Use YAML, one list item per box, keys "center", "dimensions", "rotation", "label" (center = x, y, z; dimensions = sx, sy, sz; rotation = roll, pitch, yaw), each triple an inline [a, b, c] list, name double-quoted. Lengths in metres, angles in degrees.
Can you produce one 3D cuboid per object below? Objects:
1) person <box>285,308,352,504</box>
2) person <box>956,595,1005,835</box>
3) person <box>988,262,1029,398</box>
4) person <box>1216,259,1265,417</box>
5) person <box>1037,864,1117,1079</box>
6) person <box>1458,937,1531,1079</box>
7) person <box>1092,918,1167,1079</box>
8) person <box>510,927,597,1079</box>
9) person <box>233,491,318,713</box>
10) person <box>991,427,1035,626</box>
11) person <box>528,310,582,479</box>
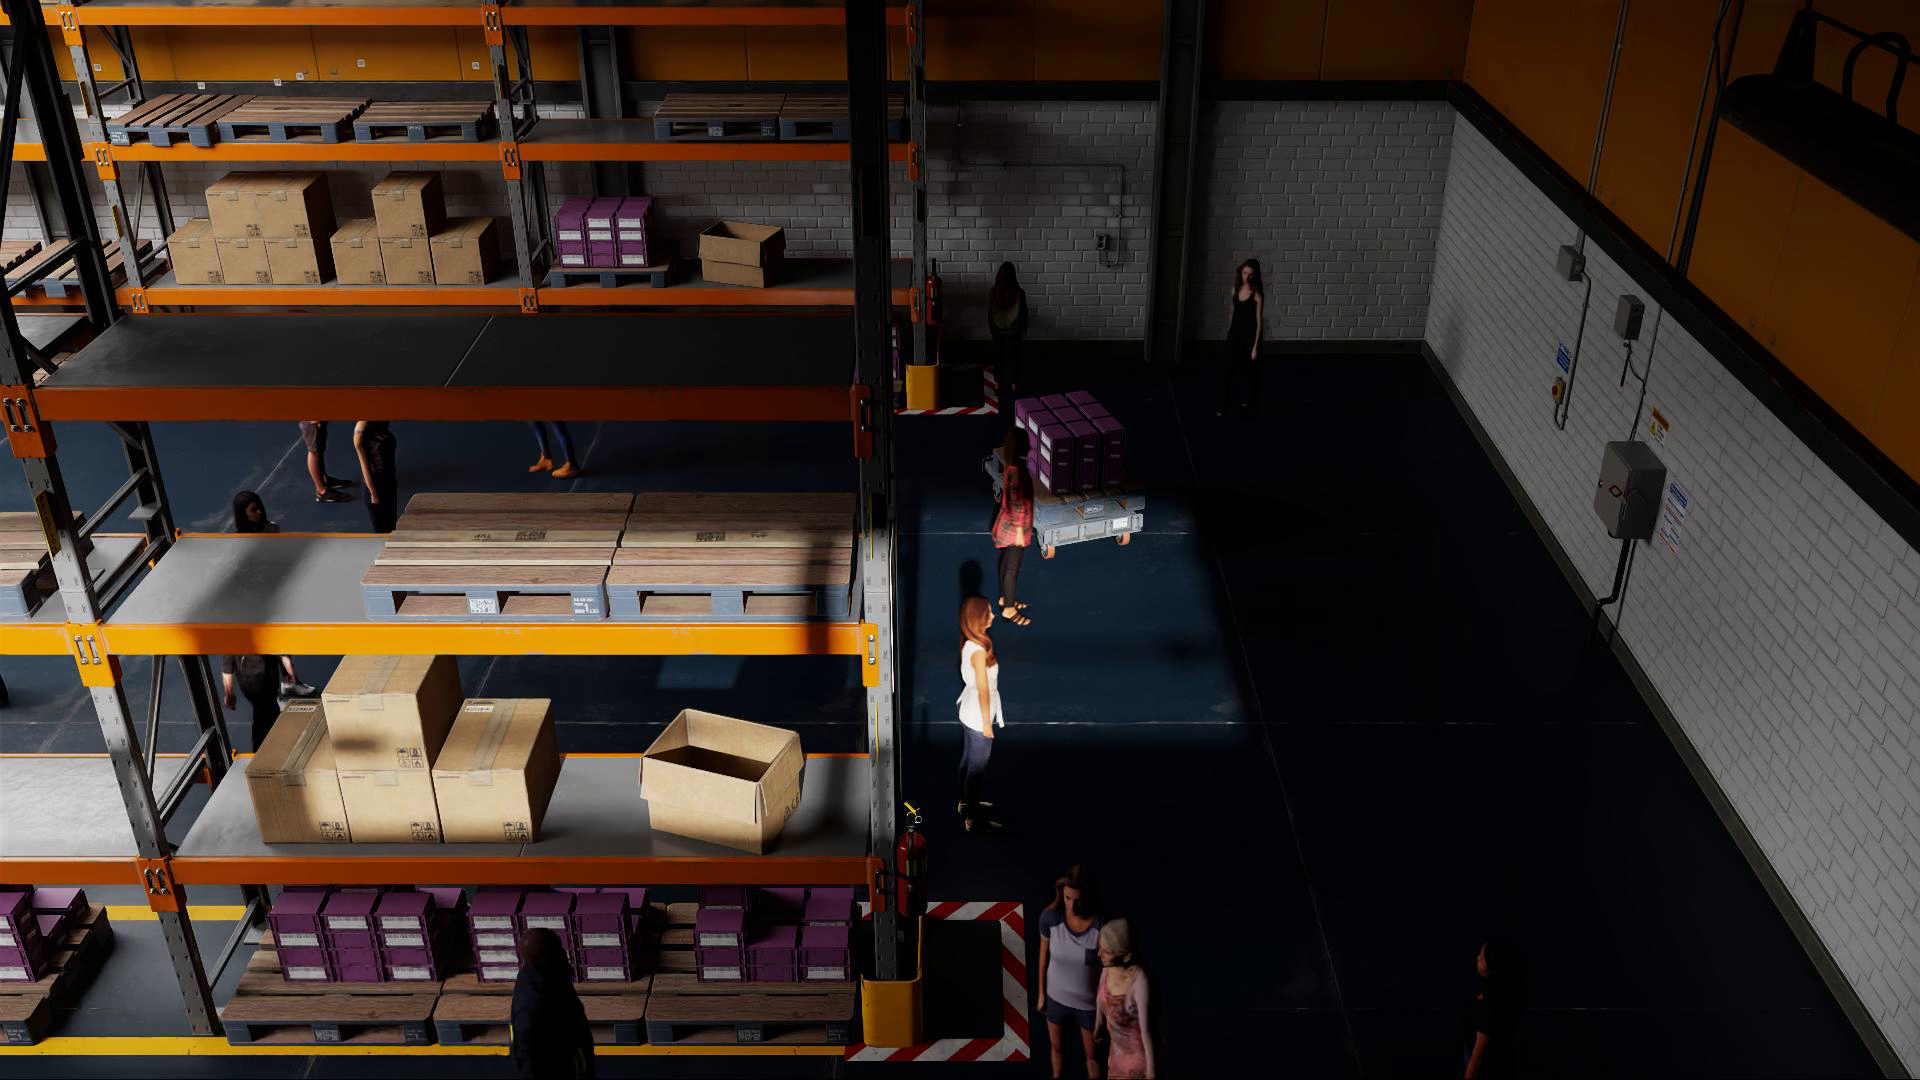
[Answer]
- center: [-6.009, -1.262, 15.381]
  dimensions: [0.669, 1.861, 0.725]
  rotation: [-7, 29, -12]
  label: "person"
- center: [0.101, 1.147, 11.045]
  dimensions: [0.571, 1.785, 0.622]
  rotation: [-4, 29, -8]
  label: "person"
- center: [0.500, -2.224, 17.548]
  dimensions: [0.523, 1.475, 0.687]
  rotation: [7, 29, 12]
  label: "person"
- center: [2.988, -2.109, 17.113]
  dimensions: [1.057, 1.690, 1.050]
  rotation: [24, 37, 37]
  label: "person"
- center: [0.626, 2.400, 8.808]
  dimensions: [0.585, 1.726, 0.725]
  rotation: [9, 30, 16]
  label: "person"
- center: [2.621, 2.694, 8.261]
  dimensions: [0.702, 1.735, 0.650]
  rotation: [23, 36, 36]
  label: "person"
- center: [0.967, 2.575, 8.547]
  dimensions: [0.770, 1.669, 0.733]
  rotation: [-8, 30, -15]
  label: "person"
- center: [-2.099, 2.650, 8.265]
  dimensions: [0.921, 1.809, 0.813]
  rotation: [-3, 29, -6]
  label: "person"
- center: [-5.141, 0.440, 12.351]
  dimensions: [0.600, 1.774, 0.639]
  rotation: [7, 29, 13]
  label: "person"
- center: [0.439, -0.120, 13.457]
  dimensions: [0.553, 1.699, 0.608]
  rotation: [-1, 29, -2]
  label: "person"
- center: [-3.792, -1.366, 15.741]
  dimensions: [0.769, 1.698, 0.698]
  rotation: [-4, 29, -8]
  label: "person"
